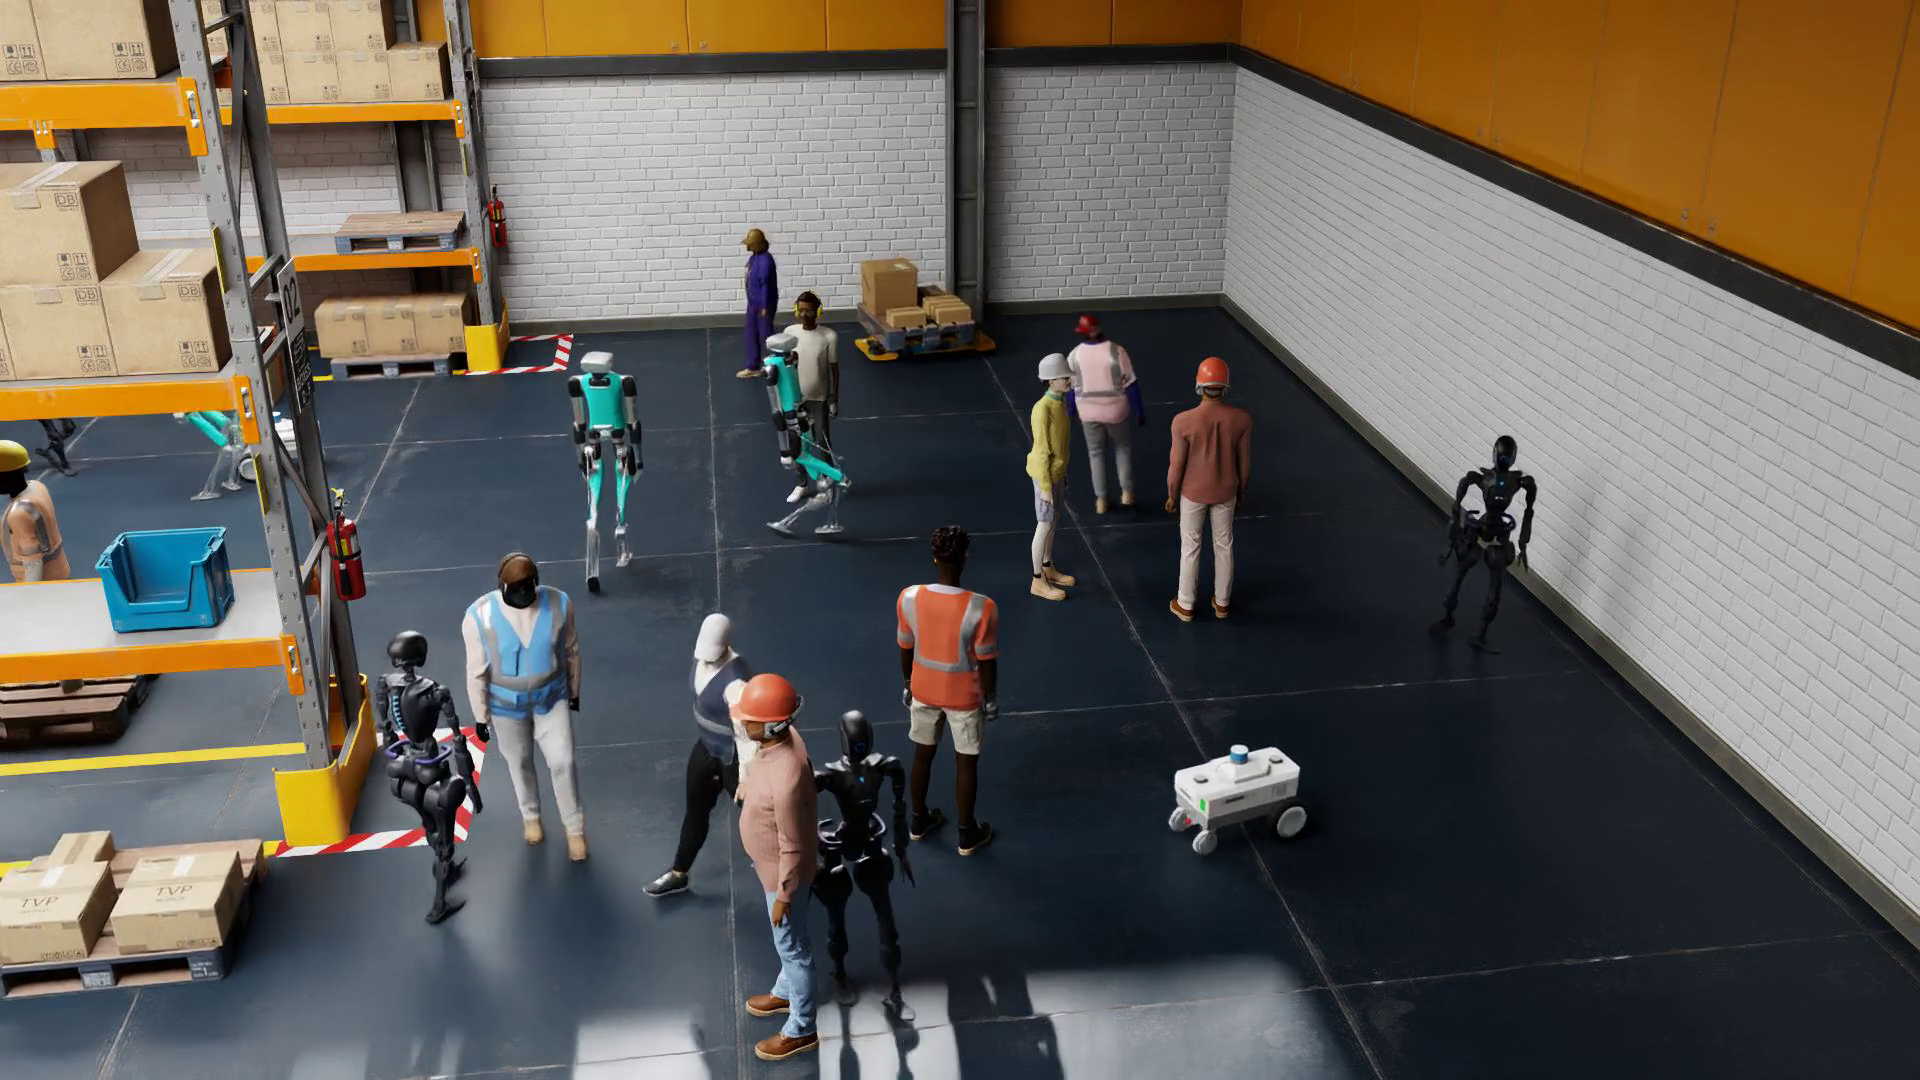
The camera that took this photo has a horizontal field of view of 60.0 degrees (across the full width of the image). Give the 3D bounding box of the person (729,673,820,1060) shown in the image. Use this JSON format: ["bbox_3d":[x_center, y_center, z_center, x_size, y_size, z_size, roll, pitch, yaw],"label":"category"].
[{"bbox_3d":[-0.848,1.516,7.800,0.376,1.995,0.607,-5,24,-11],"label":"person"}]

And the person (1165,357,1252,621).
[{"bbox_3d":[1.792,-0.359,12.069,0.610,1.995,0.376,-3,24,-8],"label":"person"}]

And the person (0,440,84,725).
[{"bbox_3d":[-5.944,0.265,10.731,0.363,1.927,0.583,-8,25,-17],"label":"person"}]

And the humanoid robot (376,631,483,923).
[{"bbox_3d":[-2.798,1.218,8.870,0.589,1.643,0.529,9,25,20],"label":"humanoid robot"}]

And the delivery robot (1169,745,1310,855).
[{"bbox_3d":[1.628,1.475,9.691,0.795,0.603,0.499,-10,26,-22],"label":"delivery robot"}]

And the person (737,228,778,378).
[{"bbox_3d":[-2.036,-2.470,17.353,0.584,1.603,0.476,-14,27,-28],"label":"person"}]

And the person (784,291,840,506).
[{"bbox_3d":[-1.270,-1.205,14.145,0.509,1.876,0.329,5,24,12],"label":"person"}]

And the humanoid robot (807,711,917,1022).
[{"bbox_3d":[-0.497,1.584,8.038,0.609,1.642,0.539,-11,26,-23],"label":"humanoid robot"}]

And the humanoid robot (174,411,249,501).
[{"bbox_3d":[-6.468,-1.216,14.328,0.764,1.763,0.558,2,24,3],"label":"humanoid robot"}]

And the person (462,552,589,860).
[{"bbox_3d":[-2.396,0.956,9.289,0.644,1.819,0.695,-8,25,-18],"label":"person"}]

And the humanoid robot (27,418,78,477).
[{"bbox_3d":[-8.182,-1.367,14.773,0.458,1.635,0.583,8,25,17],"label":"humanoid robot"}]

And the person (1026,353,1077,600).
[{"bbox_3d":[0.682,-0.485,12.483,0.385,1.895,0.472,9,25,19],"label":"person"}]

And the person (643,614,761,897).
[{"bbox_3d":[-1.303,1.141,9.024,0.931,1.688,0.797,-17,29,-33],"label":"person"}]

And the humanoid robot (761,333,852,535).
[{"bbox_3d":[-1.169,-0.778,13.333,0.926,1.747,0.554,7,25,15],"label":"humanoid robot"}]

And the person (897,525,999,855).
[{"bbox_3d":[-0.065,0.842,9.391,0.599,1.958,0.382,11,26,23],"label":"person"}]

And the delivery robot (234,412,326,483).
[{"bbox_3d":[-6.151,-0.848,14.989,0.808,0.607,0.499,-7,25,-15],"label":"delivery robot"}]

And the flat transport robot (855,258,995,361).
[{"bbox_3d":[-0.394,-2.222,18.458,1.431,0.231,0.659,-8,25,-17],"label":"flat transport robot"}]

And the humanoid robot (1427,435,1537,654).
[{"bbox_3d":[3.682,0.003,11.649,0.609,1.644,0.485,3,24,8],"label":"humanoid robot"}]

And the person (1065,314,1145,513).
[{"bbox_3d":[1.219,-1.065,14.034,0.686,1.703,0.418,4,24,8],"label":"person"}]

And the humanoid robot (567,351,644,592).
[{"bbox_3d":[-2.745,-0.471,12.688,0.549,1.794,0.904,1,24,3],"label":"humanoid robot"}]
